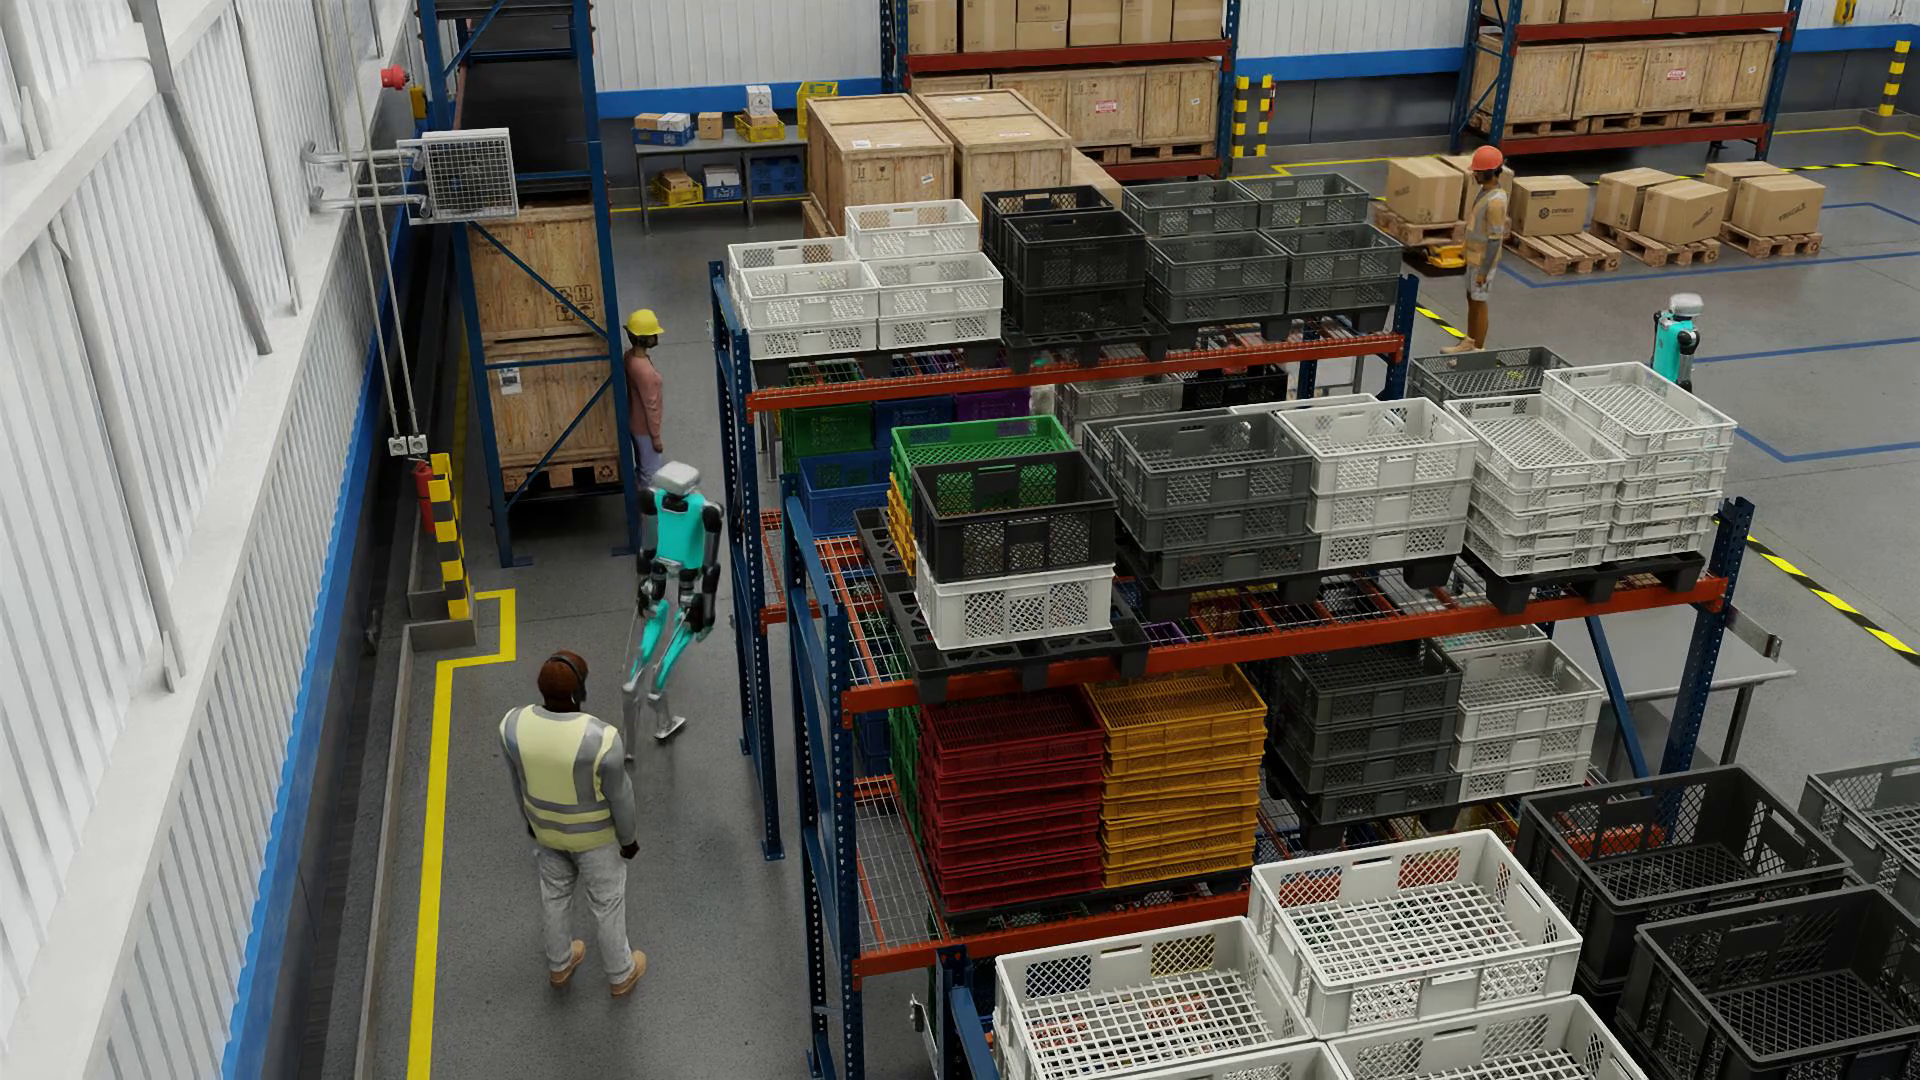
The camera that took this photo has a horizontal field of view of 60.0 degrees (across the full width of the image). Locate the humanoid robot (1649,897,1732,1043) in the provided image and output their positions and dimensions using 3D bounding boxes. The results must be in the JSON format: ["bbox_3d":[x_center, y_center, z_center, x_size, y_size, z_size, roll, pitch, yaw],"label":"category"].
[{"bbox_3d":[2.863,1.986,6.757,0.370,1.648,0.599,-6,28,-12],"label":"humanoid robot"}]

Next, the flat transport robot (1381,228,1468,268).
[{"bbox_3d":[5.262,-3.313,18.302,0.652,0.197,1.431,-6,28,-12],"label":"flat transport robot"}]

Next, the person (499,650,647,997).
[{"bbox_3d":[-1.796,1.339,7.836,0.621,1.833,0.430,8,29,16],"label":"person"}]

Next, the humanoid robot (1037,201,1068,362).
[{"bbox_3d":[0.801,-2.204,14.748,0.760,1.621,0.610,-13,30,-23],"label":"humanoid robot"}]

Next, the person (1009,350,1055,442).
[{"bbox_3d":[0.452,-0.629,11.566,0.503,1.836,0.333,20,34,33],"label":"person"}]

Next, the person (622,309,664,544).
[{"bbox_3d":[-2.243,-0.820,12.007,0.334,1.761,0.522,-12,30,-21],"label":"person"}]

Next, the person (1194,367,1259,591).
[{"bbox_3d":[1.706,-0.374,11.035,1.055,1.868,0.551,-18,33,-31],"label":"person"}]

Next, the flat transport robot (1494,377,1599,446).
[{"bbox_3d":[4.780,-1.036,14.013,0.659,0.231,1.431,-6,28,-12],"label":"flat transport robot"}]

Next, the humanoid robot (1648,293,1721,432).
[{"bbox_3d":[5.390,-1.003,12.235,0.735,1.672,0.533,-2,28,-3],"label":"humanoid robot"}]

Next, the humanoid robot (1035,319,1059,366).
[{"bbox_3d":[0.302,-0.952,12.299,0.970,1.761,0.542,-8,29,-16],"label":"humanoid robot"}]

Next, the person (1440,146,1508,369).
[{"bbox_3d":[4.648,-2.527,14.950,0.400,2.034,0.607,3,28,5],"label":"person"}]

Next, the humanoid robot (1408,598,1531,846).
[{"bbox_3d":[2.652,1.074,8.488,1.048,1.741,0.545,-1,28,-1],"label":"humanoid robot"}]

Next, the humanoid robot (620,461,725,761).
[{"bbox_3d":[-1.725,0.525,9.565,0.565,1.857,0.841,11,30,21],"label":"humanoid robot"}]

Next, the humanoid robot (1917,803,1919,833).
[{"bbox_3d":[4.696,1.387,7.892,0.314,1.650,0.609,16,32,27],"label":"humanoid robot"}]

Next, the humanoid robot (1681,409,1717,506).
[{"bbox_3d":[4.286,-0.112,10.688,0.549,1.762,0.902,-16,32,-28],"label":"humanoid robot"}]

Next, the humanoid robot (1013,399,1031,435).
[{"bbox_3d":[0.608,-0.100,10.722,0.879,1.828,0.550,-9,29,-17],"label":"humanoid robot"}]

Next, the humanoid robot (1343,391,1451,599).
[{"bbox_3d":[3.053,-0.276,11.132,0.818,1.631,0.618,-1,28,-2],"label":"humanoid robot"}]
